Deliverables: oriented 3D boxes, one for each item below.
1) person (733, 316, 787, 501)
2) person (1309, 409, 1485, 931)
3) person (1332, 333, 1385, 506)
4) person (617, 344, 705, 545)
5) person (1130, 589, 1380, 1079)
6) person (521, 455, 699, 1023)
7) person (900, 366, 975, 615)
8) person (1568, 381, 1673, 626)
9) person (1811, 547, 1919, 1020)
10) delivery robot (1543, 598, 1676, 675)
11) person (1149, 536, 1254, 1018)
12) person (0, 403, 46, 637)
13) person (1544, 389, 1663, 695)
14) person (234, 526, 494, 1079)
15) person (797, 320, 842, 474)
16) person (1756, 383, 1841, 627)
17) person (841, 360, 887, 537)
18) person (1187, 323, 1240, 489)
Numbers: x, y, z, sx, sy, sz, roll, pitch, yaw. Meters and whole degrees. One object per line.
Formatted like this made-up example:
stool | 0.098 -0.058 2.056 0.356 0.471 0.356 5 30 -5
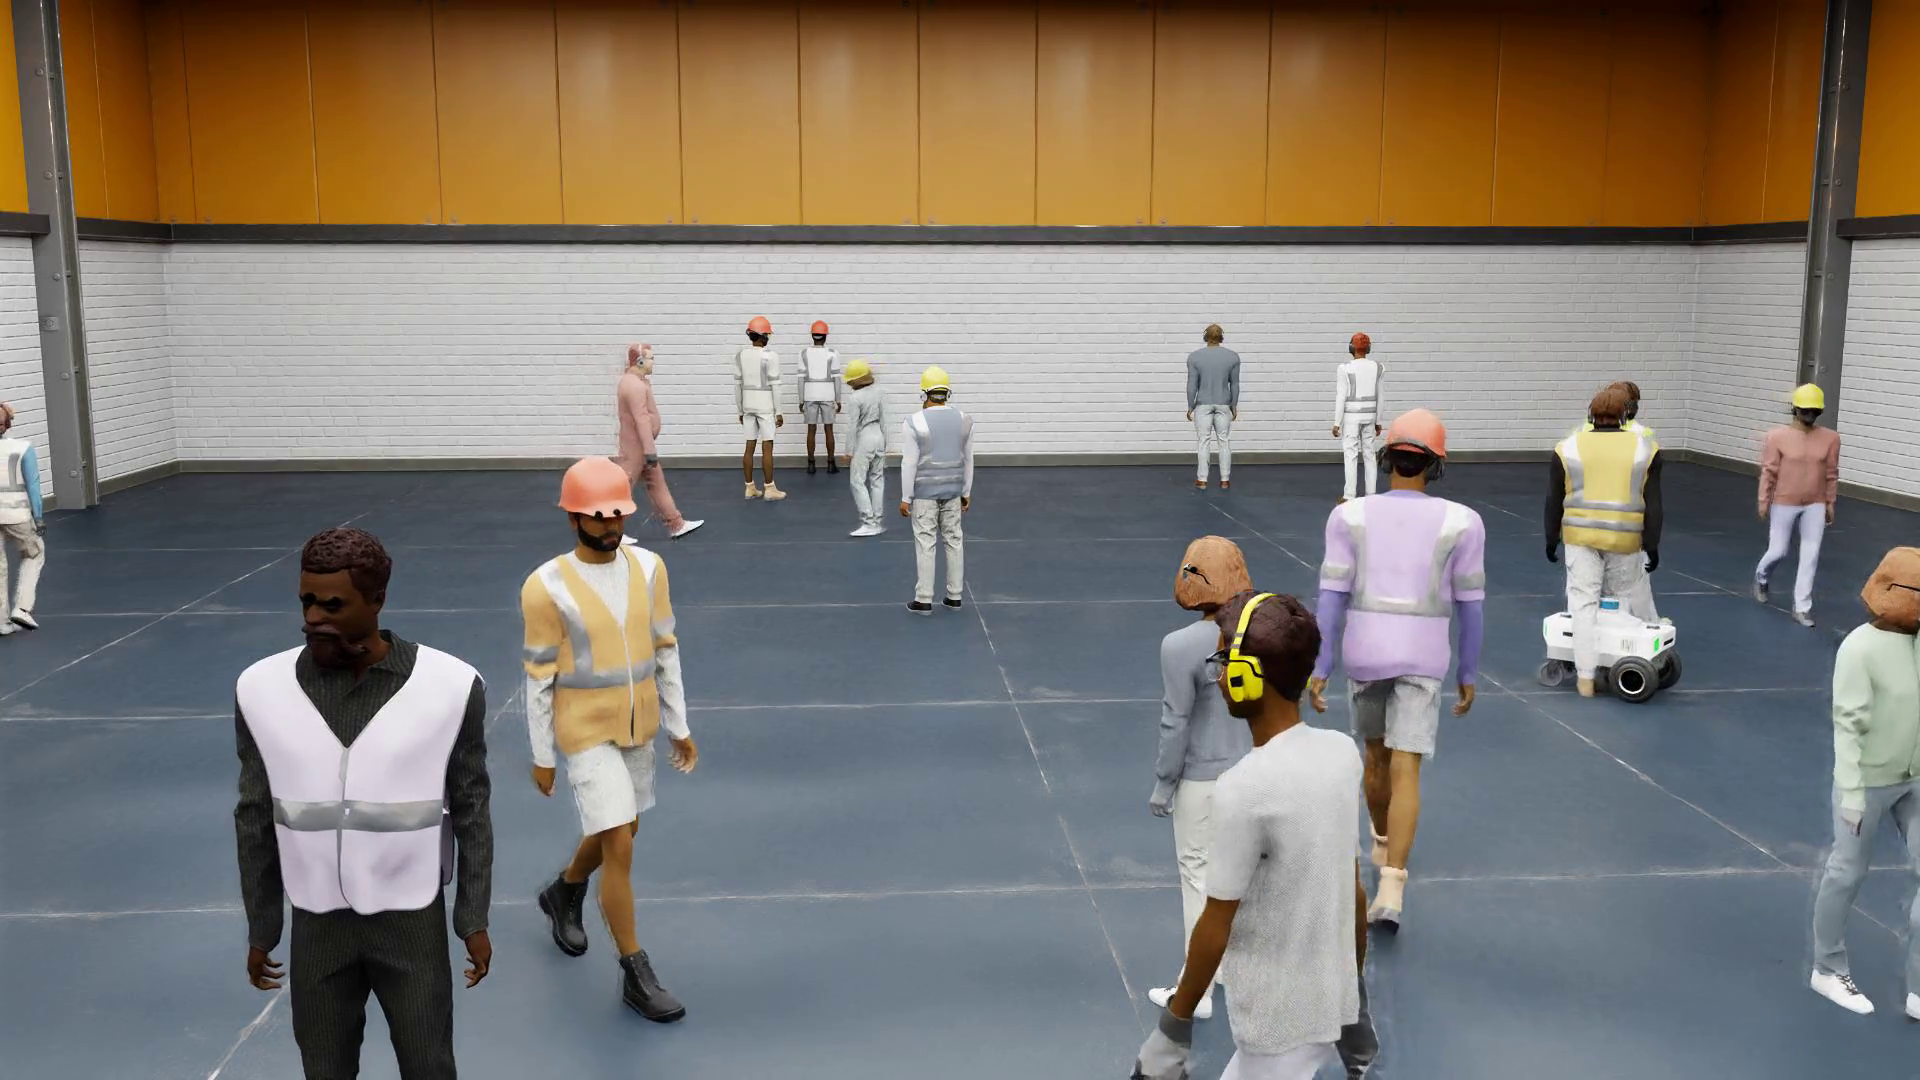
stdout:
person | -2.221 -1.460 18.513 0.605 2.045 0.381 5 10 29
person | 1.711 0.484 6.551 0.641 1.981 1.104 4 10 21
person | 4.280 -1.276 17.861 0.583 1.882 0.337 -3 9 -17
person | -2.875 -0.881 15.427 0.979 1.859 0.675 -2 9 -12
person | 0.650 1.026 3.552 0.464 1.846 0.487 6 11 33
person | -1.272 0.637 5.801 0.921 1.910 0.548 9 12 43
person | -0.182 -0.362 12.283 0.600 1.832 0.404 -5 10 -30
person | 4.414 -0.158 11.102 0.872 1.798 0.656 -7 11 -36
person | 3.128 0.830 5.467 0.534 1.609 0.665 -3 10 -19
delivery robot | 3.892 0.593 9.993 0.707 0.478 0.477 8 12 40
person | 0.853 0.794 5.635 0.499 1.636 0.286 -7 11 -37
person | -6.615 -0.142 11.528 0.544 1.623 0.375 -1 9 -7
person | 3.877 -0.005 10.069 0.662 1.818 0.728 3 10 19
person | -1.439 0.905 4.066 0.591 1.916 0.383 -1 9 -6
person | -1.764 -1.797 20.964 0.551 1.934 0.373 0 9 2
person | 6.046 -0.277 12.050 0.524 1.739 0.676 1 9 9
person | -0.899 -0.879 15.969 0.341 1.701 0.620 6 11 35
person | 2.953 -1.560 19.473 0.629 1.940 0.376 0 9 -2
